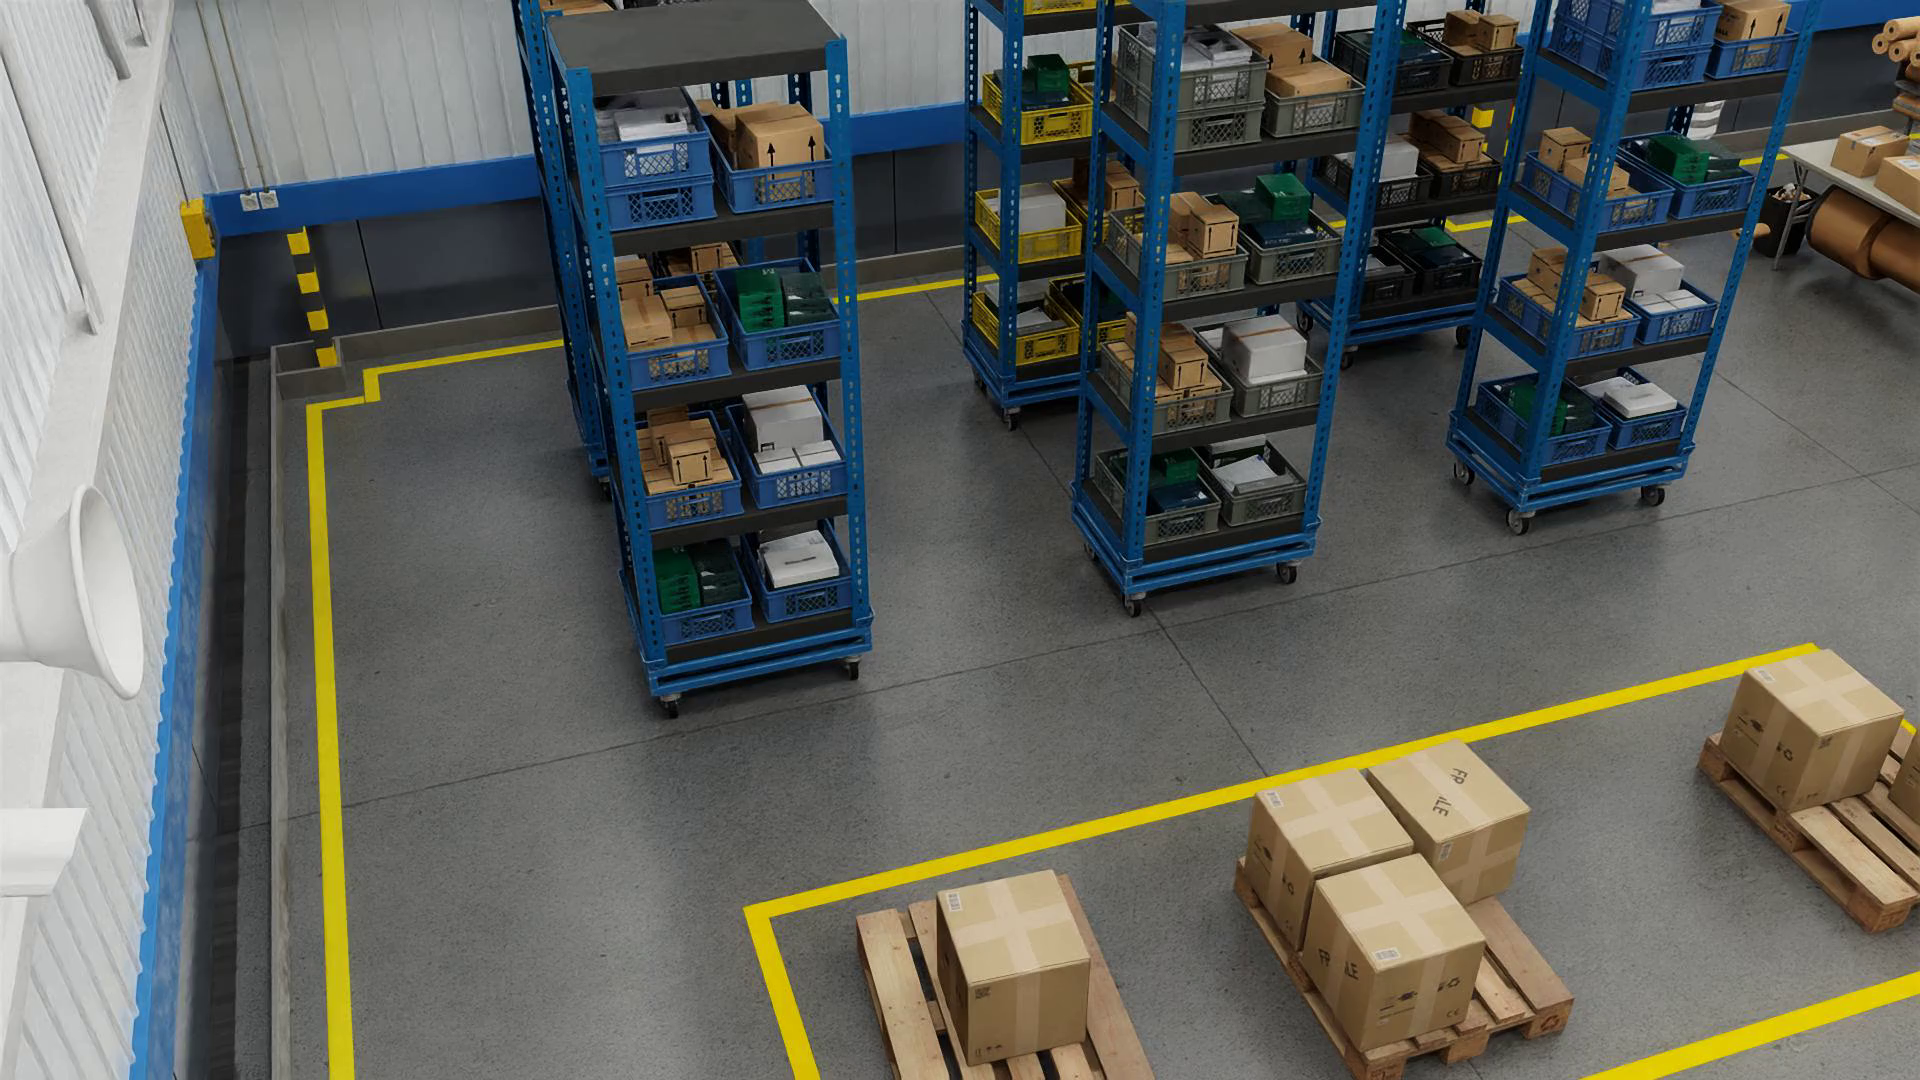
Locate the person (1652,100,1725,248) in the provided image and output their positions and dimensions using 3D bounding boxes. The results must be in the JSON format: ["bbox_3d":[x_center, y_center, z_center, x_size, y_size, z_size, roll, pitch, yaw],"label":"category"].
[{"bbox_3d":[5.834,-3.262,13.281,0.579,1.882,0.352,-22,41,-28],"label":"person"}]
